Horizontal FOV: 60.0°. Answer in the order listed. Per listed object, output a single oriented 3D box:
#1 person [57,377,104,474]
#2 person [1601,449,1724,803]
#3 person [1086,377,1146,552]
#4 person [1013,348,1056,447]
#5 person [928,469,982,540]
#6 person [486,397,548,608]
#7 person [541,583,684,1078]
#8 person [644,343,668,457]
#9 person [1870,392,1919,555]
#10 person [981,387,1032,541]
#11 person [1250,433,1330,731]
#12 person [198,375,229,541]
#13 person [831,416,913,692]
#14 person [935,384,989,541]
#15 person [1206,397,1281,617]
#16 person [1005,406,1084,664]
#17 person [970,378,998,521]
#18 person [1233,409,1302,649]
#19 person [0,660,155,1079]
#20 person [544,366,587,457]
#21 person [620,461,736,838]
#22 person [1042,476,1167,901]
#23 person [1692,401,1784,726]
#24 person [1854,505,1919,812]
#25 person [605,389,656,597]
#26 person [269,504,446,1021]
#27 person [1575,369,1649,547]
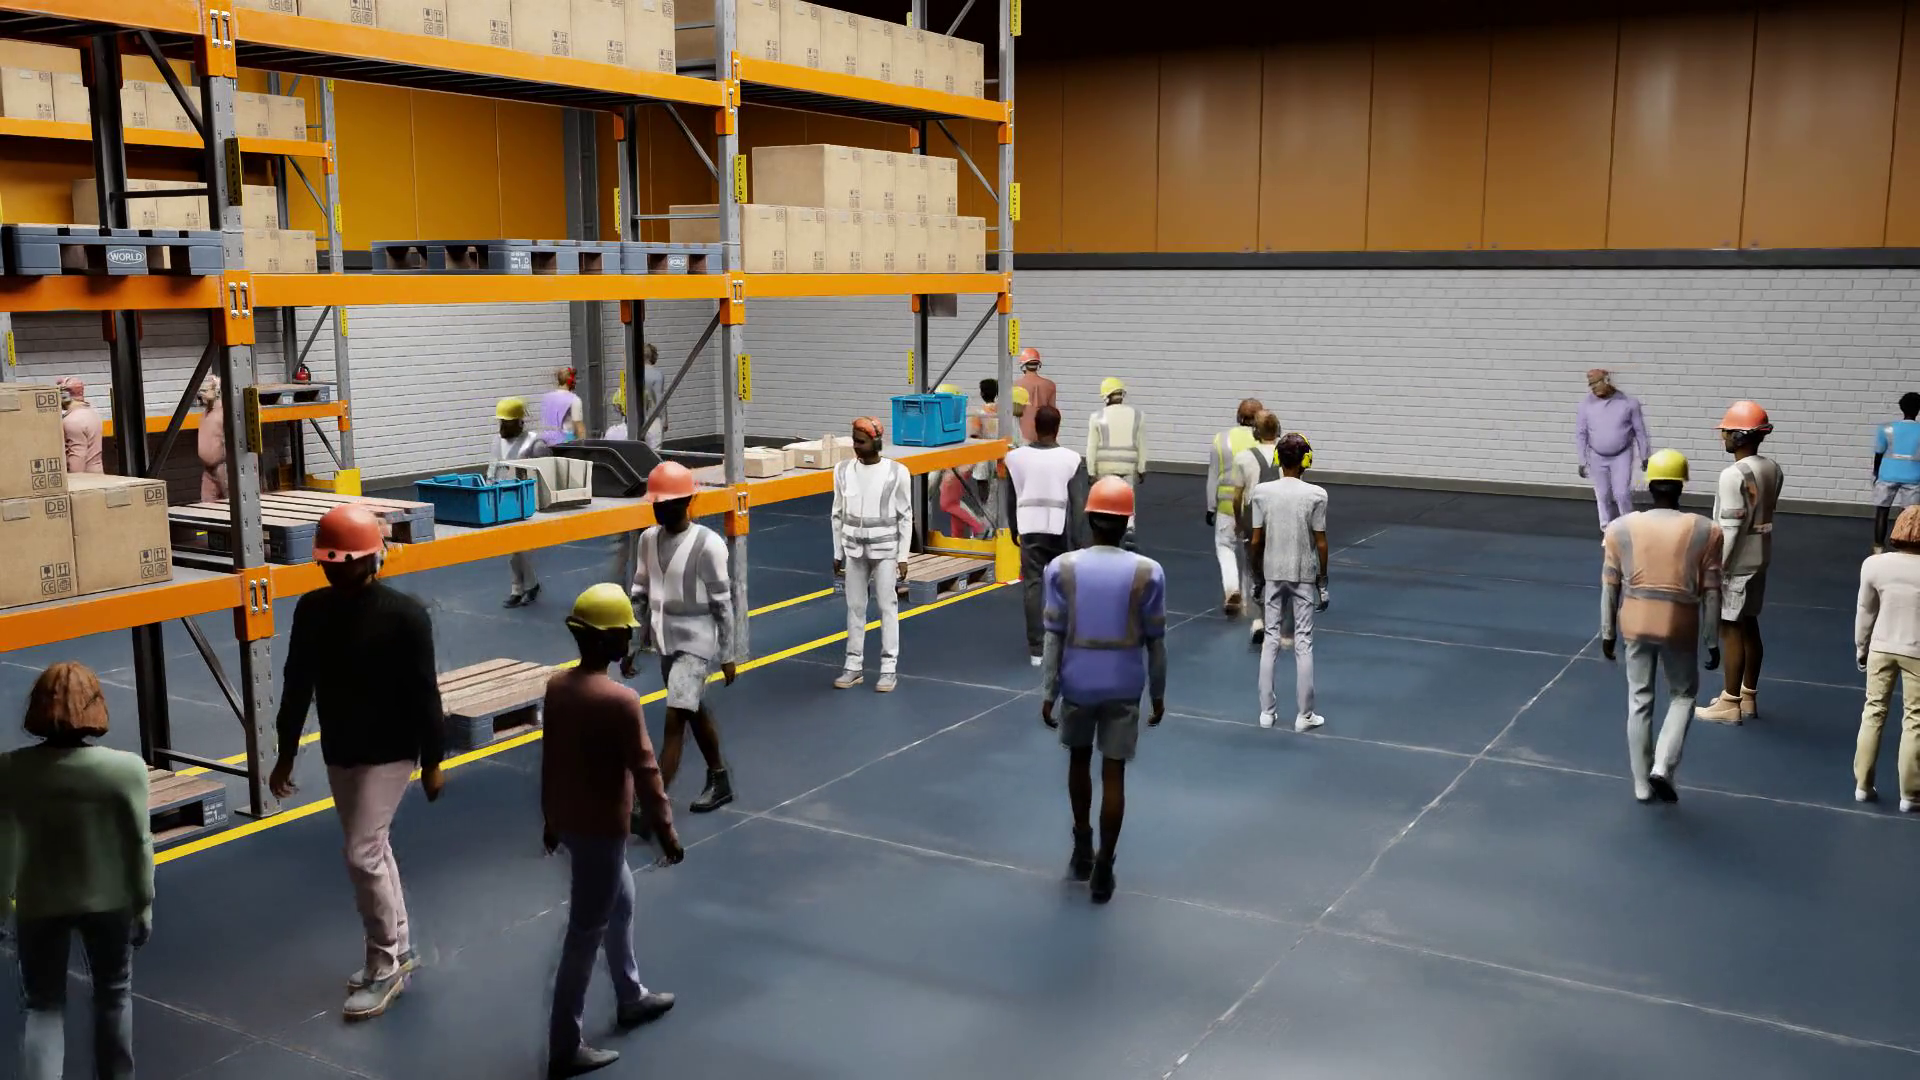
[{"bbox_3d":[-8.013,-0.527,15.134,0.401,1.904,0.648,-2,9,-12],"label":"person"},{"bbox_3d":[3.734,0.471,8.867,0.618,1.914,0.407,5,11,30],"label":"person"},{"bbox_3d":[1.572,-0.725,16.681,0.628,1.804,0.526,-2,9,-11],"label":"person"},{"bbox_3d":[0.811,-1.206,19.095,0.622,1.990,0.397,-4,10,-23],"label":"person"},{"bbox_3d":[-0.151,-0.747,17.444,0.795,1.598,0.505,0,9,3],"label":"person"},{"bbox_3d":[-3.761,-0.306,14.045,0.627,1.810,0.433,5,10,29],"label":"person"},{"bbox_3d":[-1.224,1.021,6.004,0.762,1.740,0.546,-8,12,-40],"label":"person"},{"bbox_3d":[-4.054,-1.593,21.701,0.629,1.938,0.399,6,11,34],"label":"person"},{"bbox_3d":[9.177,-0.591,16.188,0.559,1.690,0.331,5,10,27],"label":"person"},{"bbox_3d":[0.579,-0.696,16.833,0.867,1.688,0.505,-2,9,-15],"label":"person"},{"bbox_3d":[2.057,0.260,10.355,0.509,1.865,0.329,4,10,26],"label":"person"},{"bbox_3d":[-7.094,-0.686,16.232,0.677,1.873,0.878,8,12,41],"label":"person"},{"bbox_3d":[-0.607,0.093,11.325,0.575,1.885,0.359,3,10,21],"label":"person"},{"bbox_3d":[-0.016,-0.694,16.649,0.528,1.739,0.553,1,9,6],"label":"person"},{"bbox_3d":[2.352,-0.256,13.679,0.653,1.830,0.479,1,9,4],"label":"person"},{"bbox_3d":[0.627,-0.061,12.367,0.591,1.866,0.970,1,9,6],"label":"person"},{"bbox_3d":[0.354,-0.955,18.463,0.540,1.684,0.488,-5,11,-30],"label":"person"},{"bbox_3d":[2.330,-0.075,12.561,0.526,1.821,0.460,1,9,3],"label":"person"},{"bbox_3d":[-2.845,1.193,5.319,0.509,1.612,0.638,-3,10,-17],"label":"person"},{"bbox_3d":[-4.308,-0.989,18.248,0.469,1.828,0.577,-8,12,-42],"label":"person"},{"bbox_3d":[-1.491,0.545,8.484,0.573,1.884,0.972,6,11,35],"label":"person"},{"bbox_3d":[0.677,0.655,7.715,0.565,1.910,0.746,1,9,7],"label":"person"},{"bbox_3d":[4.897,0.147,10.495,0.604,2.044,0.375,-8,12,-40],"label":"person"},{"bbox_3d":[5.009,0.622,8.831,0.277,1.628,0.501,-7,11,-36],"label":"person"},{"bbox_3d":[-2.695,-0.329,13.909,0.609,1.900,0.640,8,12,40],"label":"person"},{"bbox_3d":[-2.358,0.841,6.399,0.633,1.967,0.696,5,10,26],"label":"person"},{"bbox_3d":[6.728,-0.835,17.222,0.744,1.863,0.460,5,10,30],"label":"person"}]
